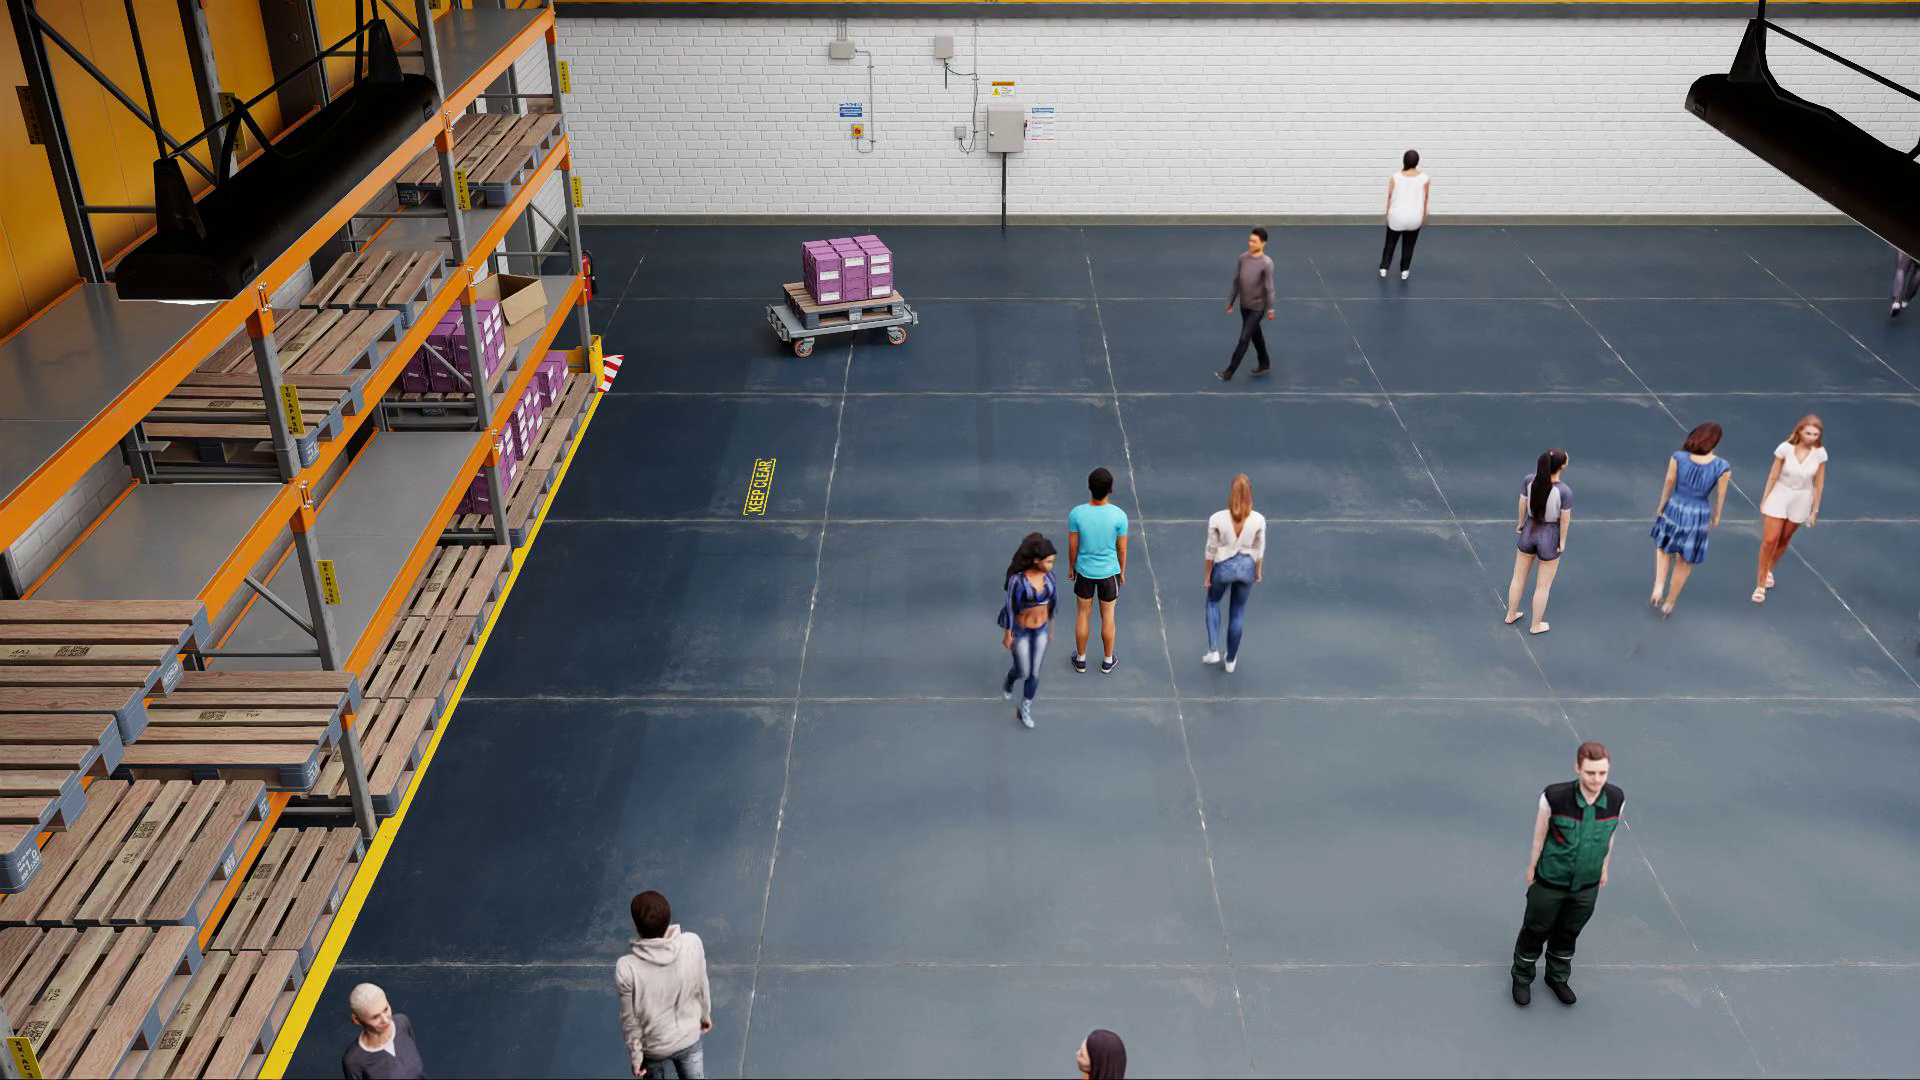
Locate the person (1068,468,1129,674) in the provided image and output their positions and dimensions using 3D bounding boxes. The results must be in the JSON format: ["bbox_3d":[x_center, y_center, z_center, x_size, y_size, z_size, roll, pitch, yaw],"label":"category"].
[{"bbox_3d":[1.083,0.252,13.120,0.635,1.776,0.557,3,29,6],"label":"person"}]

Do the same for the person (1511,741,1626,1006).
[{"bbox_3d":[3.614,1.975,9.893,0.624,1.842,0.556,0,29,0],"label":"person"}]

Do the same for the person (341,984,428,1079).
[{"bbox_3d":[-2.833,2.890,8.336,0.745,1.726,0.612,14,31,23],"label":"person"}]

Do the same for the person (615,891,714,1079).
[{"bbox_3d":[-1.476,2.658,8.662,1.122,1.823,1.276,-18,34,-30],"label":"person"}]

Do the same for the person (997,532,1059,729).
[{"bbox_3d":[0.493,0.657,12.556,0.768,1.606,0.820,-12,31,-20],"label":"person"}]

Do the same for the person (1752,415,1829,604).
[{"bbox_3d":[7.132,-0.340,14.317,0.763,1.671,0.979,8,30,15],"label":"person"}]

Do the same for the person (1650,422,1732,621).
[{"bbox_3d":[5.995,-0.112,13.770,0.813,1.794,0.866,16,32,27],"label":"person"}]

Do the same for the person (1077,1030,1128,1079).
[{"bbox_3d":[0.656,3.031,8.056,0.718,1.749,0.552,5,29,10],"label":"person"}]

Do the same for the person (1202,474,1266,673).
[{"bbox_3d":[2.157,0.312,13.076,0.649,1.714,0.668,3,29,5],"label":"person"}]

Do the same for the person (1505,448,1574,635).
[{"bbox_3d":[4.787,-0.006,13.726,0.722,1.649,0.655,-24,37,-37],"label":"person"}]

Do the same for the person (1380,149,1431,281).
[{"bbox_3d":[5.716,-4.168,21.322,0.746,1.682,0.751,9,30,16],"label":"person"}]

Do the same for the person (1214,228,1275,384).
[{"bbox_3d":[3.301,-2.590,18.379,1.108,1.731,1.148,6,29,11],"label":"person"}]
